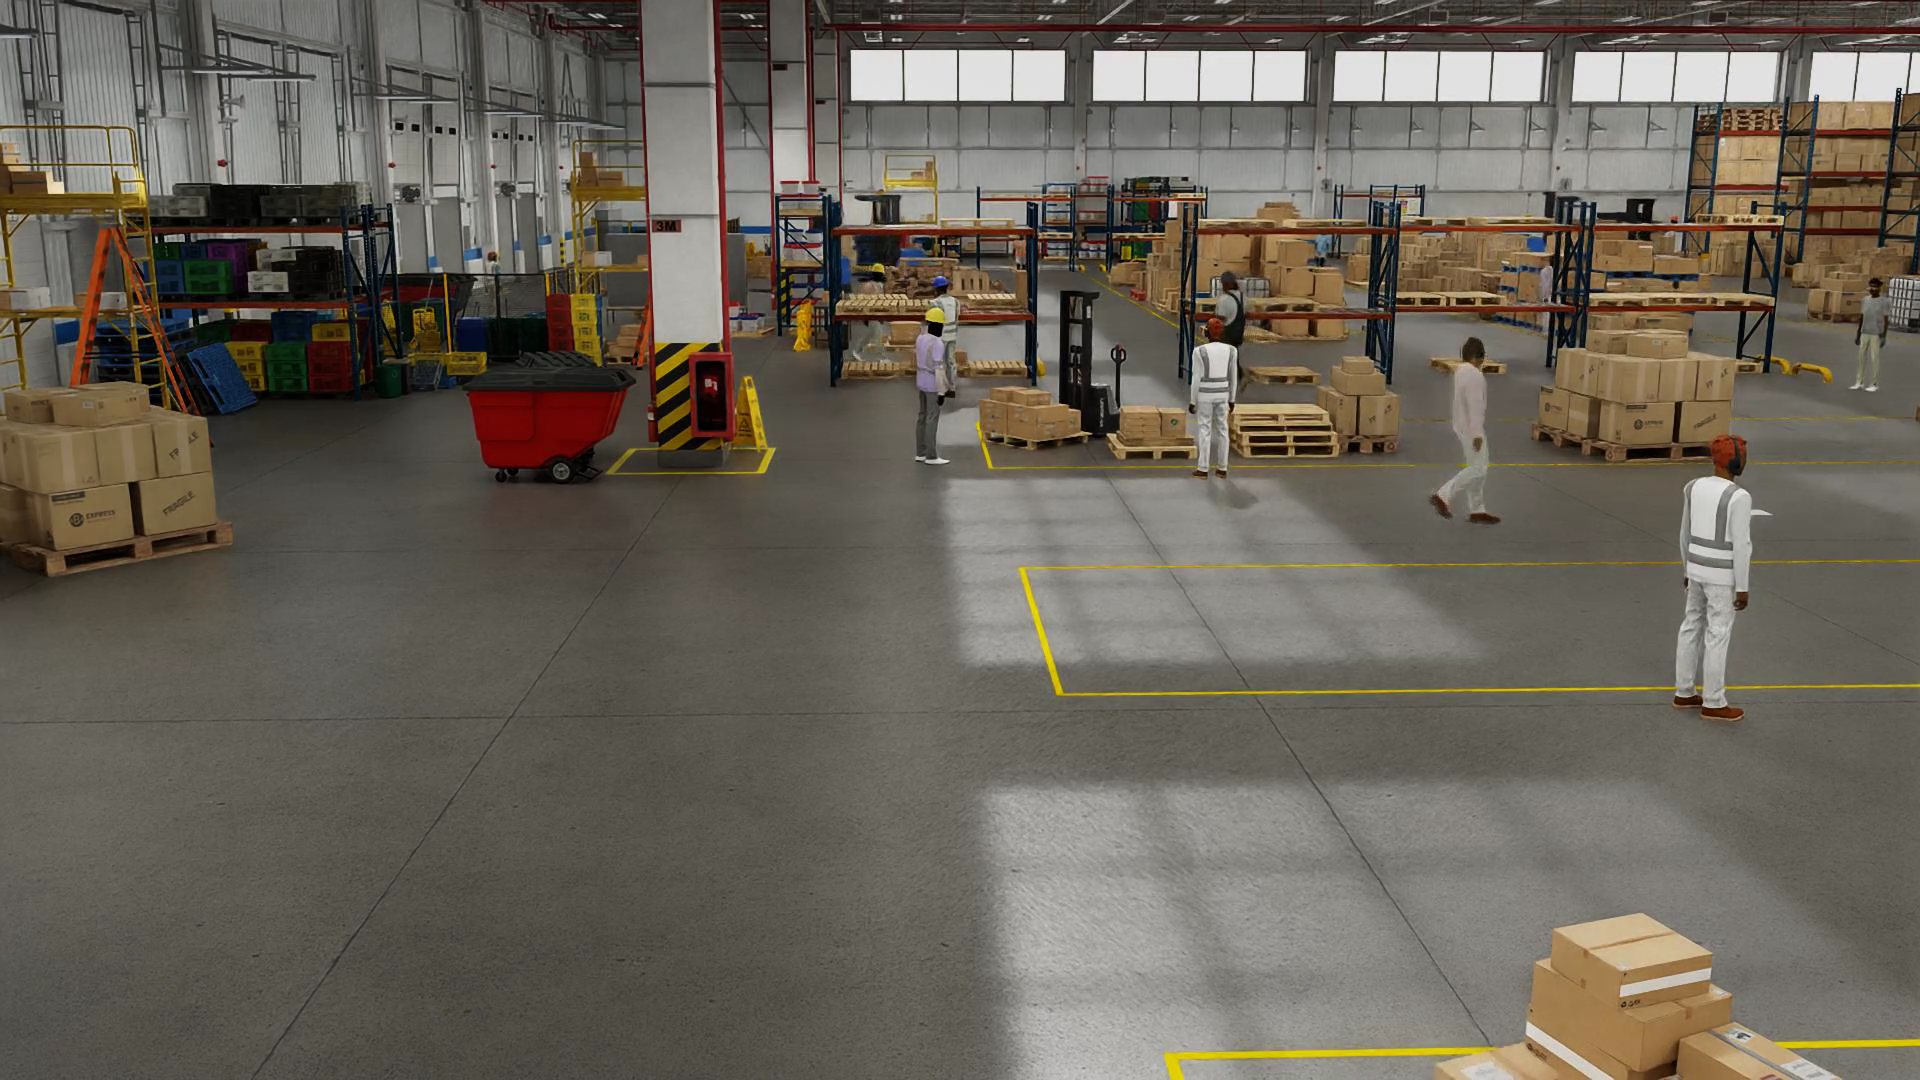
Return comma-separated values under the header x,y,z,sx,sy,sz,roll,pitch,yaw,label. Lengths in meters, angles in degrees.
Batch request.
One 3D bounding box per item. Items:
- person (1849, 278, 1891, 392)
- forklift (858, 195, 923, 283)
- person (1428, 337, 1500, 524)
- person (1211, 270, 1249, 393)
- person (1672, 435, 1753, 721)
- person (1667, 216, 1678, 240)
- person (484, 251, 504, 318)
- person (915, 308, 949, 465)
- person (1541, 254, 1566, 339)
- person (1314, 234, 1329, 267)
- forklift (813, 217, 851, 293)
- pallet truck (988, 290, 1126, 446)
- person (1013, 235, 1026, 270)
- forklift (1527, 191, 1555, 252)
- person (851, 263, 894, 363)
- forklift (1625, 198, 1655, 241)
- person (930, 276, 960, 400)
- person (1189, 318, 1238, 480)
x,y,z,sx,sy,sz,roll,pitch,yaw,label
14.920,-3.360,27.225,0.331,1.860,0.543,-6,14,-26,person
-2.223,-9.687,53.459,1.873,2.768,1.129,-7,14,-28,forklift
5.197,-1.099,16.911,0.636,1.901,0.653,2,13,11,person
4.261,-3.295,26.508,0.590,2.000,0.705,12,17,43,person
4.947,0.245,10.887,0.356,1.883,0.572,-4,13,-16,person
26.603,-11.139,62.155,0.353,1.941,0.543,5,13,20,person
-11.474,-6.267,40.869,0.520,1.633,0.313,9,16,36,person
-0.332,-1.882,20.413,0.390,1.918,0.580,-7,14,-29,person
12.765,-5.226,35.720,0.650,1.822,0.519,-6,14,-26,person
12.745,-10.227,58.620,0.534,1.678,0.366,7,14,30,person
-4.179,-8.622,48.651,1.873,2.768,1.129,-2,13,-7,forklift
1.257,-2.299,22.111,1.885,1.965,0.823,-9,15,-35,pallet truck
1.989,-9.300,54.449,0.539,1.672,0.652,0,12,-1,person
22.171,-11.756,62.798,1.873,2.768,1.129,4,13,19,forklift
-1.669,-4.245,31.192,0.914,1.885,0.617,5,13,22,person
18.779,-8.064,46.128,1.129,2.768,1.873,-10,16,-37,forklift
-0.266,-3.188,26.246,0.391,1.944,0.603,11,17,41,person
2.946,-1.641,19.399,0.585,1.882,0.343,-4,13,-17,person
